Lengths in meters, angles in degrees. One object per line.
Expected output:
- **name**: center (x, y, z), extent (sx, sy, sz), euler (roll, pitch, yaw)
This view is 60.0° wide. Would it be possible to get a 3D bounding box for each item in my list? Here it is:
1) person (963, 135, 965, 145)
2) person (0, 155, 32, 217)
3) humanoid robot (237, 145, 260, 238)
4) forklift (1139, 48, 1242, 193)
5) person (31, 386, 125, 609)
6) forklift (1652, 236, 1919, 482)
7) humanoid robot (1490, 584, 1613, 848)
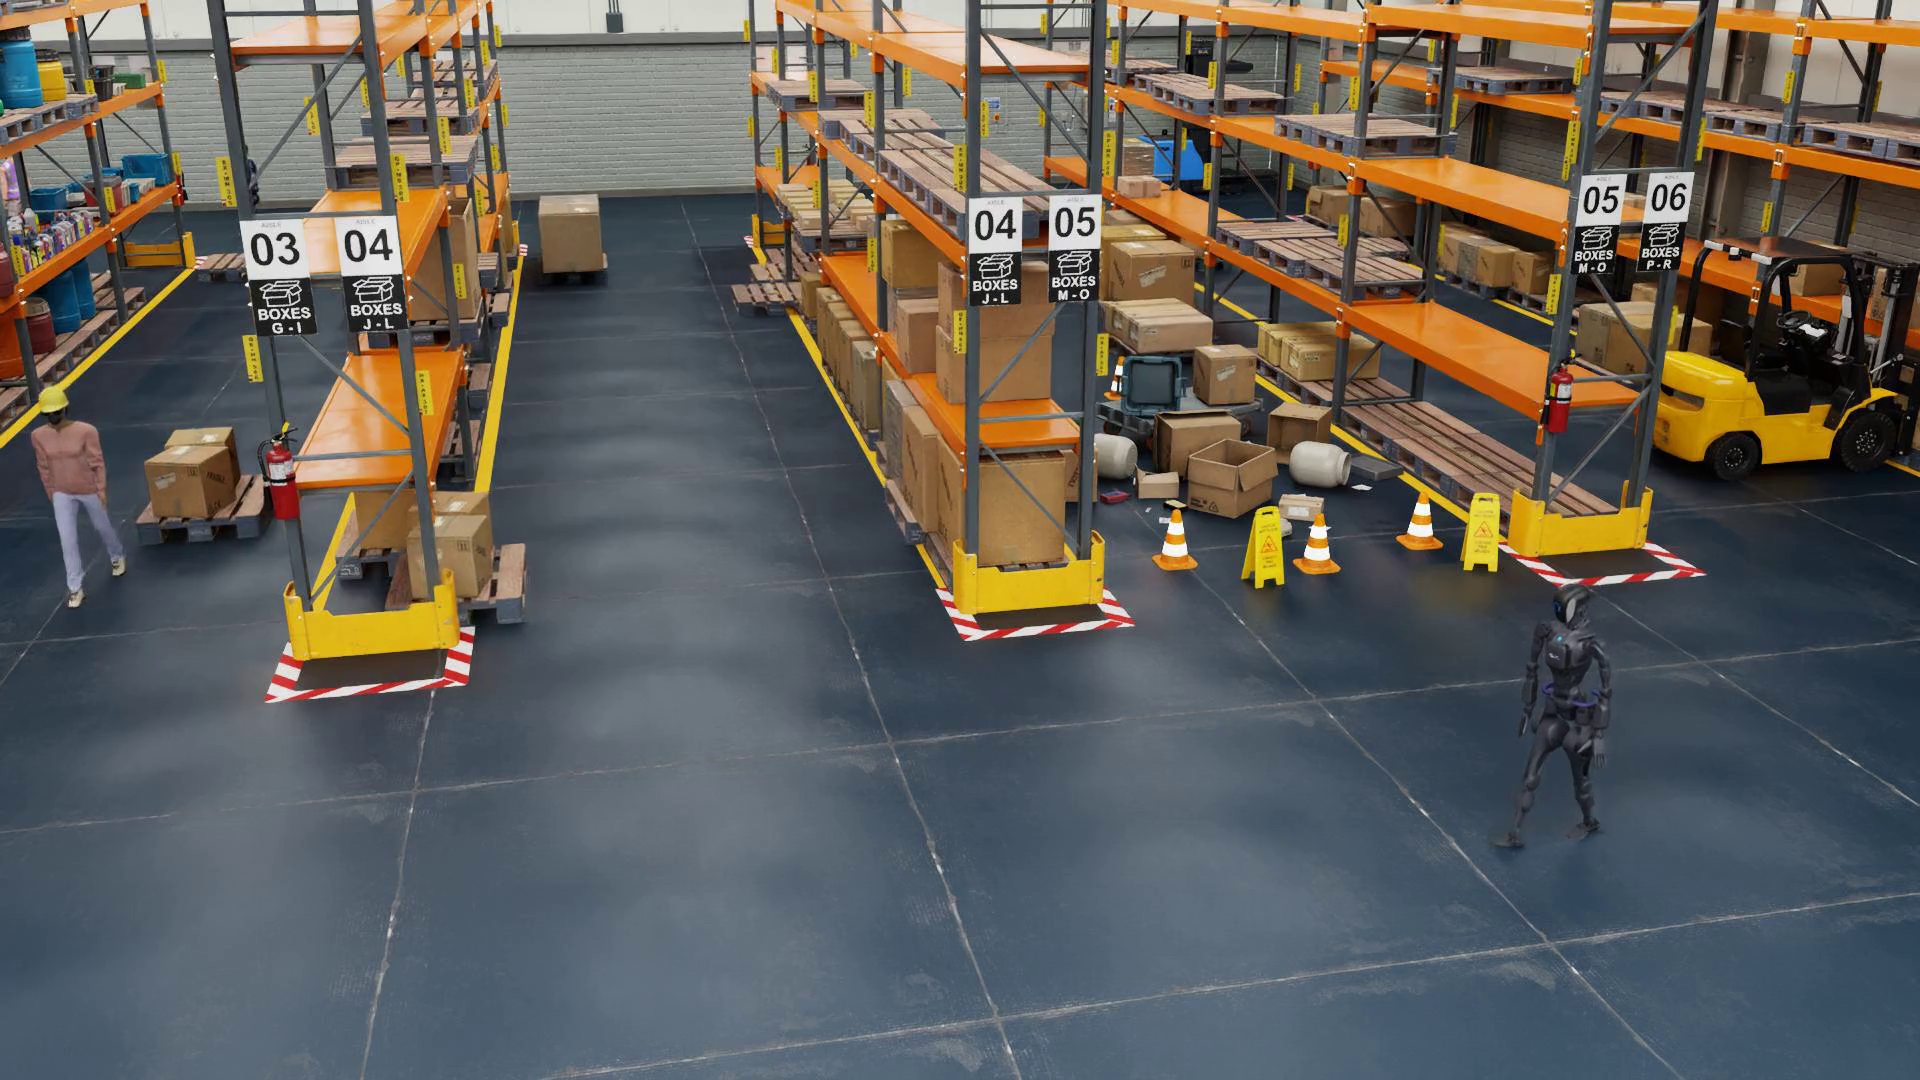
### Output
- **person**: center (0.184, -7.019, 31.048), extent (0.322, 1.696, 0.531), euler (-2, 20, -6)
- **person**: center (-15.370, -5.567, 27.157), extent (0.350, 1.688, 0.488), euler (11, 23, 27)
- **humanoid robot**: center (-12.010, -5.829, 27.973), extent (0.800, 1.637, 0.601), euler (7, 21, 17)
- **forklift**: center (4.566, -8.313, 32.860), extent (1.873, 2.768, 1.129), euler (-4, 21, -12)
- **person**: center (-7.010, -0.413, 13.221), extent (0.532, 1.724, 0.897), euler (-4, 21, -10)
- **forklift**: center (8.013, -1.814, 16.330), extent (2.313, 2.155, 1.214), euler (-4, 21, -12)
- **humanoid robot**: center (3.450, 1.032, 9.476), extent (0.786, 1.628, 0.615), euler (-12, 24, -29)
